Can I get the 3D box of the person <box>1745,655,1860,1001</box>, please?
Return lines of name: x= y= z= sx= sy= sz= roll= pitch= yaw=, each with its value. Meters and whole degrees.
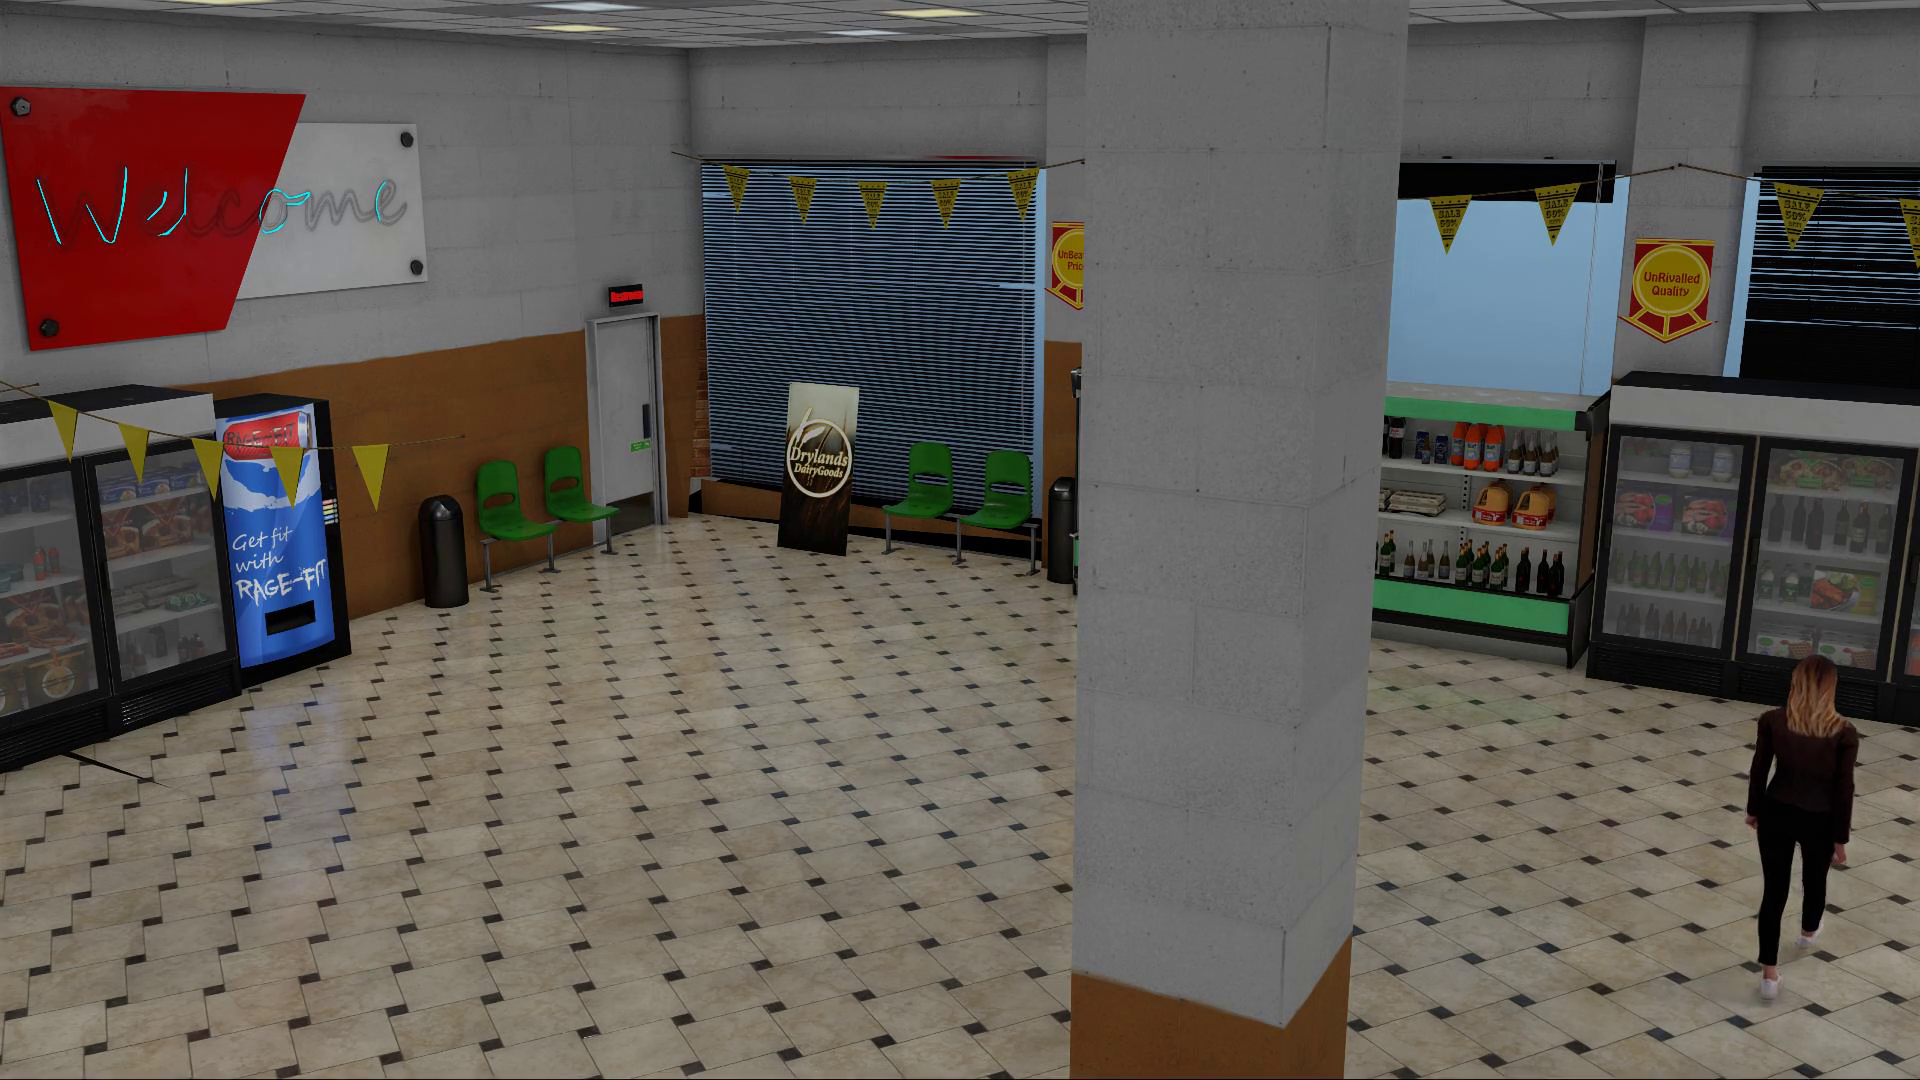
person: x=4.023 y=1.417 z=8.031 sx=1.018 sy=1.662 sz=0.755 roll=10 pitch=17 yaw=35
